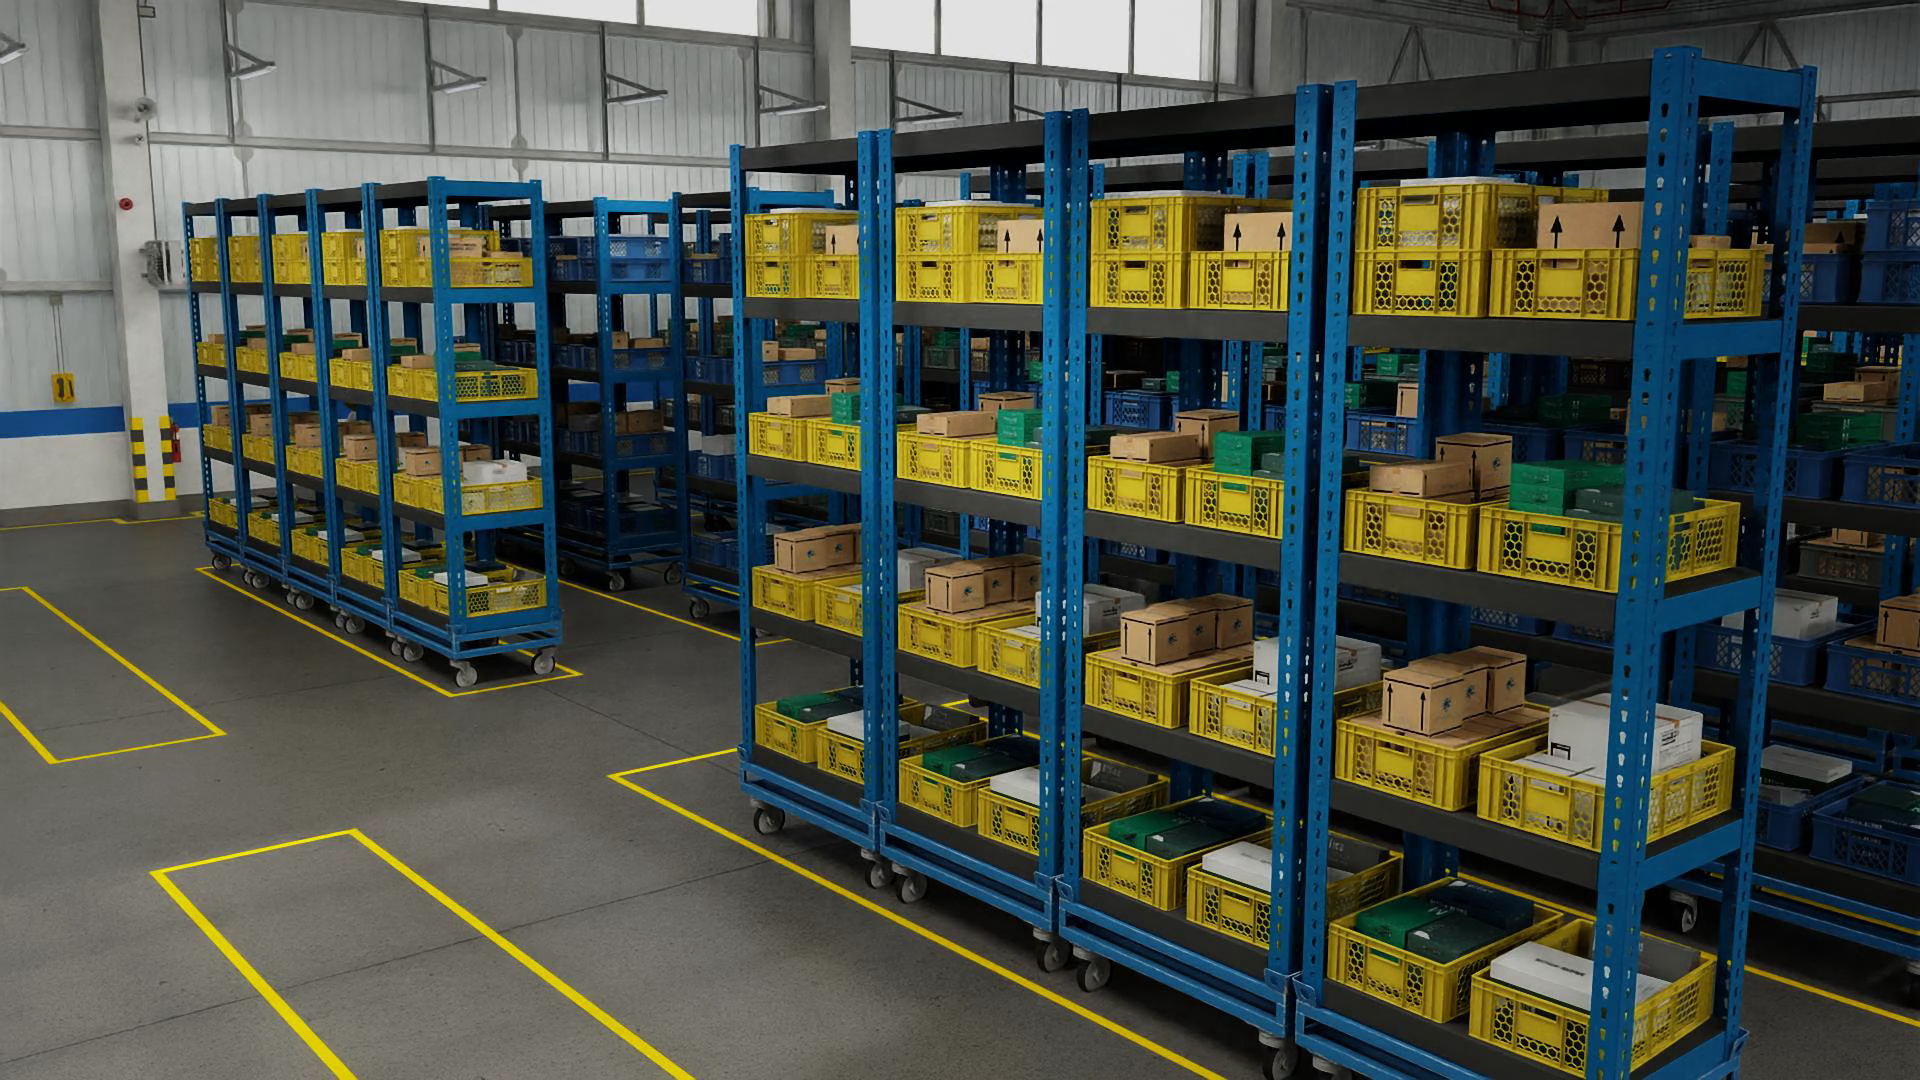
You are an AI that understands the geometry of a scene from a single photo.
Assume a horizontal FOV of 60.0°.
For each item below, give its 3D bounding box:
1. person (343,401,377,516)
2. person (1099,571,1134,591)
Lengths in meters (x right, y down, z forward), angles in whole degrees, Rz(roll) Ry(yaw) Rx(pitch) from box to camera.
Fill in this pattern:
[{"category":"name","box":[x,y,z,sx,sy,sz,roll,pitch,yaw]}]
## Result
[{"category":"person","box":[-6.085,-0.704,16.976,0.388,1.835,0.569,-6,11,-31]},{"category":"person","box":[1.179,0.121,12.050,0.610,1.819,0.605,7,12,37]}]
